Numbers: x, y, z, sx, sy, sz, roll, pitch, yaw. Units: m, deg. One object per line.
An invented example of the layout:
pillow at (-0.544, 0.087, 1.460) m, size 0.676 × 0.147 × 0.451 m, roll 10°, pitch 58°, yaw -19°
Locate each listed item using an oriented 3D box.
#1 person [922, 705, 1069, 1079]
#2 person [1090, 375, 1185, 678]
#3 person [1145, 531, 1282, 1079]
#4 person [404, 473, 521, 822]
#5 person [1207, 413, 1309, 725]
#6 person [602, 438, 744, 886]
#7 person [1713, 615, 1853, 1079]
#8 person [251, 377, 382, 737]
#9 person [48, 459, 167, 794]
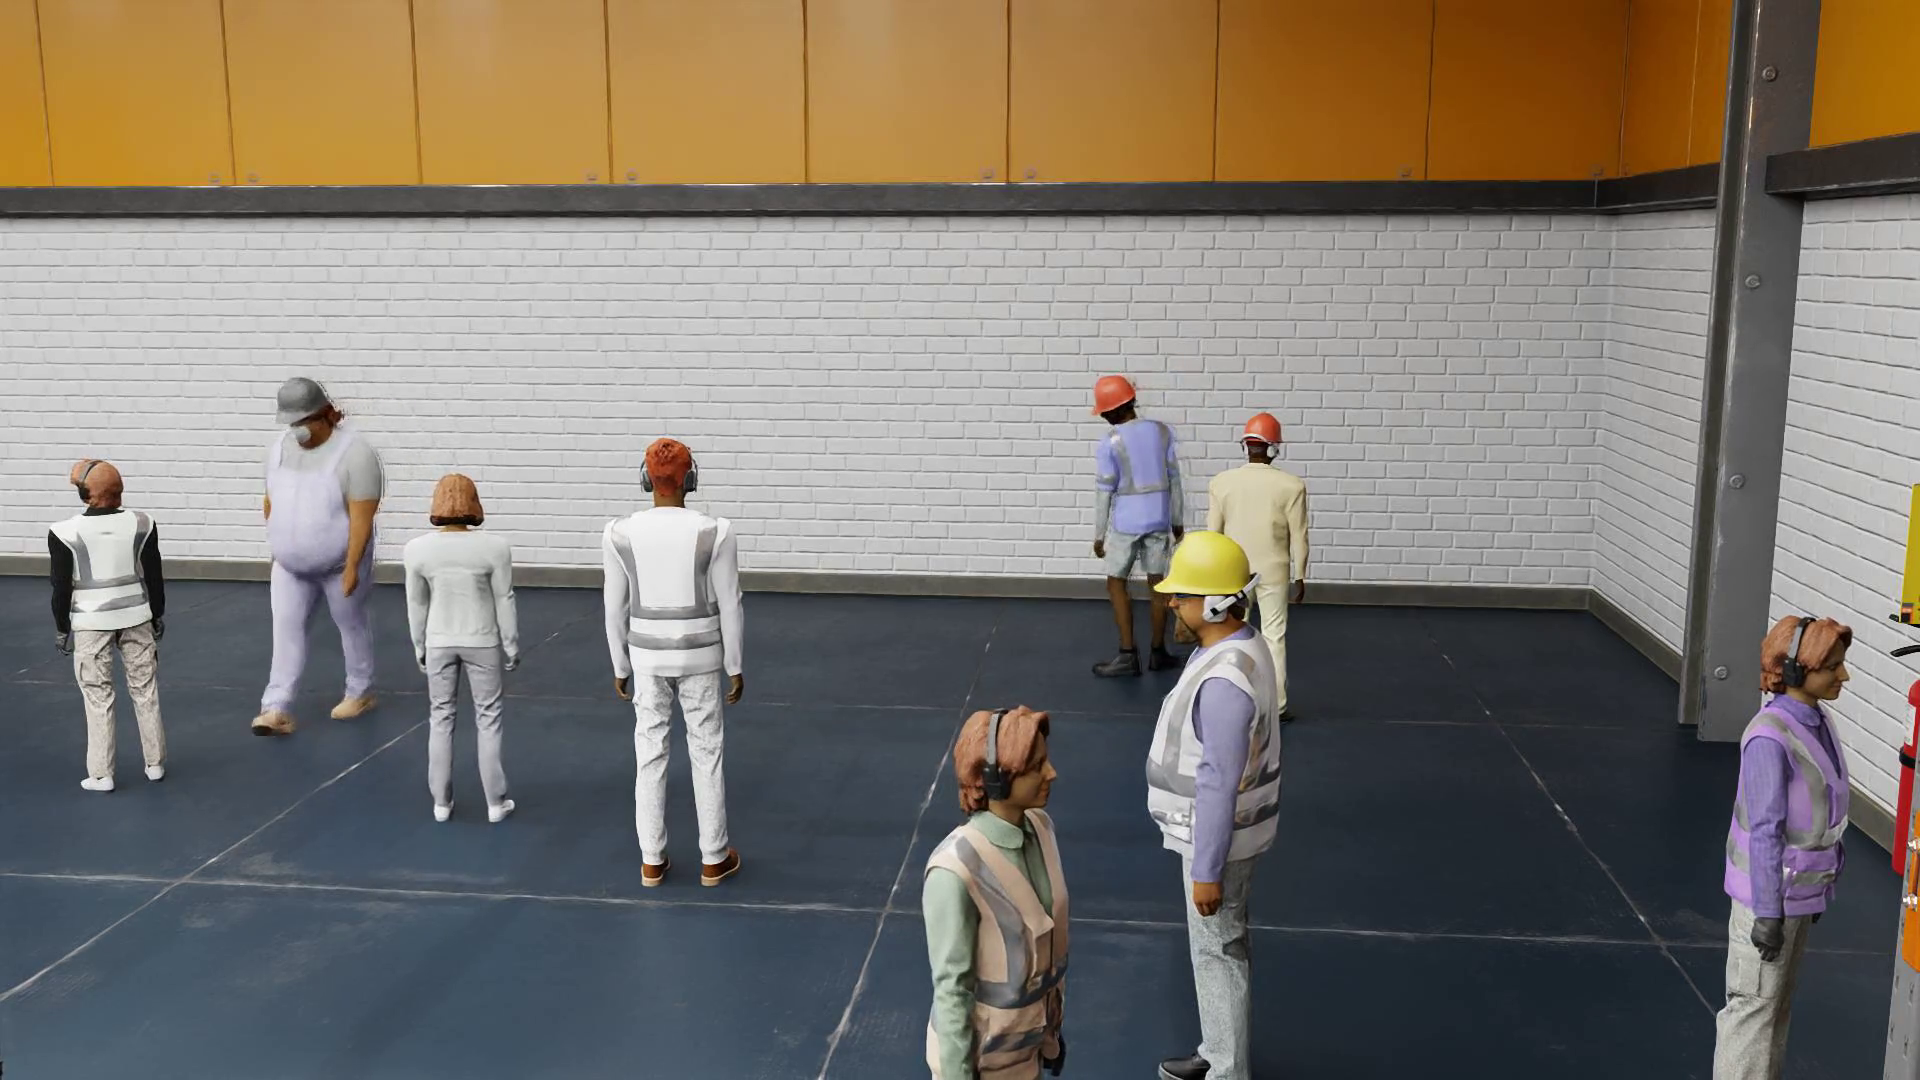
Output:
person at (0.085, 1.179, 3.796) m, size 0.312 × 1.644 × 0.512 m, roll 5°, pitch 11°, yaw 27°
person at (1.138, -0.090, 10.408) m, size 0.683 × 1.888 × 0.374 m, roll -5°, pitch 11°, yaw -25°
person at (0.763, 0.874, 5.049) m, size 0.404 × 1.824 × 0.586 m, roll 2°, pitch 10°, yaw 13°
person at (-2.299, 0.503, 7.718) m, size 0.502 × 1.628 × 0.276 m, roll 0°, pitch 10°, yaw 0°
person at (1.665, 0.163, 9.305) m, size 0.573 × 1.747 × 0.345 m, roll 4°, pitch 11°, yaw 20°
person at (-1.176, 0.514, 6.913) m, size 0.574 × 1.886 × 0.356 m, roll 0°, pitch 10°, yaw 2°
person at (2.337, 1.017, 4.738) m, size 0.309 × 1.641 × 0.514 m, roll 8°, pitch 13°, yaw 38°
person at (-3.539, 0.057, 9.084) m, size 0.735 × 2.000 × 0.986 m, roll 1°, pitch 10°, yaw 6°
person at (-4.156, 0.419, 8.146) m, size 0.306 × 1.645 × 0.522 m, roll 10°, pitch 14°, yaw 44°
